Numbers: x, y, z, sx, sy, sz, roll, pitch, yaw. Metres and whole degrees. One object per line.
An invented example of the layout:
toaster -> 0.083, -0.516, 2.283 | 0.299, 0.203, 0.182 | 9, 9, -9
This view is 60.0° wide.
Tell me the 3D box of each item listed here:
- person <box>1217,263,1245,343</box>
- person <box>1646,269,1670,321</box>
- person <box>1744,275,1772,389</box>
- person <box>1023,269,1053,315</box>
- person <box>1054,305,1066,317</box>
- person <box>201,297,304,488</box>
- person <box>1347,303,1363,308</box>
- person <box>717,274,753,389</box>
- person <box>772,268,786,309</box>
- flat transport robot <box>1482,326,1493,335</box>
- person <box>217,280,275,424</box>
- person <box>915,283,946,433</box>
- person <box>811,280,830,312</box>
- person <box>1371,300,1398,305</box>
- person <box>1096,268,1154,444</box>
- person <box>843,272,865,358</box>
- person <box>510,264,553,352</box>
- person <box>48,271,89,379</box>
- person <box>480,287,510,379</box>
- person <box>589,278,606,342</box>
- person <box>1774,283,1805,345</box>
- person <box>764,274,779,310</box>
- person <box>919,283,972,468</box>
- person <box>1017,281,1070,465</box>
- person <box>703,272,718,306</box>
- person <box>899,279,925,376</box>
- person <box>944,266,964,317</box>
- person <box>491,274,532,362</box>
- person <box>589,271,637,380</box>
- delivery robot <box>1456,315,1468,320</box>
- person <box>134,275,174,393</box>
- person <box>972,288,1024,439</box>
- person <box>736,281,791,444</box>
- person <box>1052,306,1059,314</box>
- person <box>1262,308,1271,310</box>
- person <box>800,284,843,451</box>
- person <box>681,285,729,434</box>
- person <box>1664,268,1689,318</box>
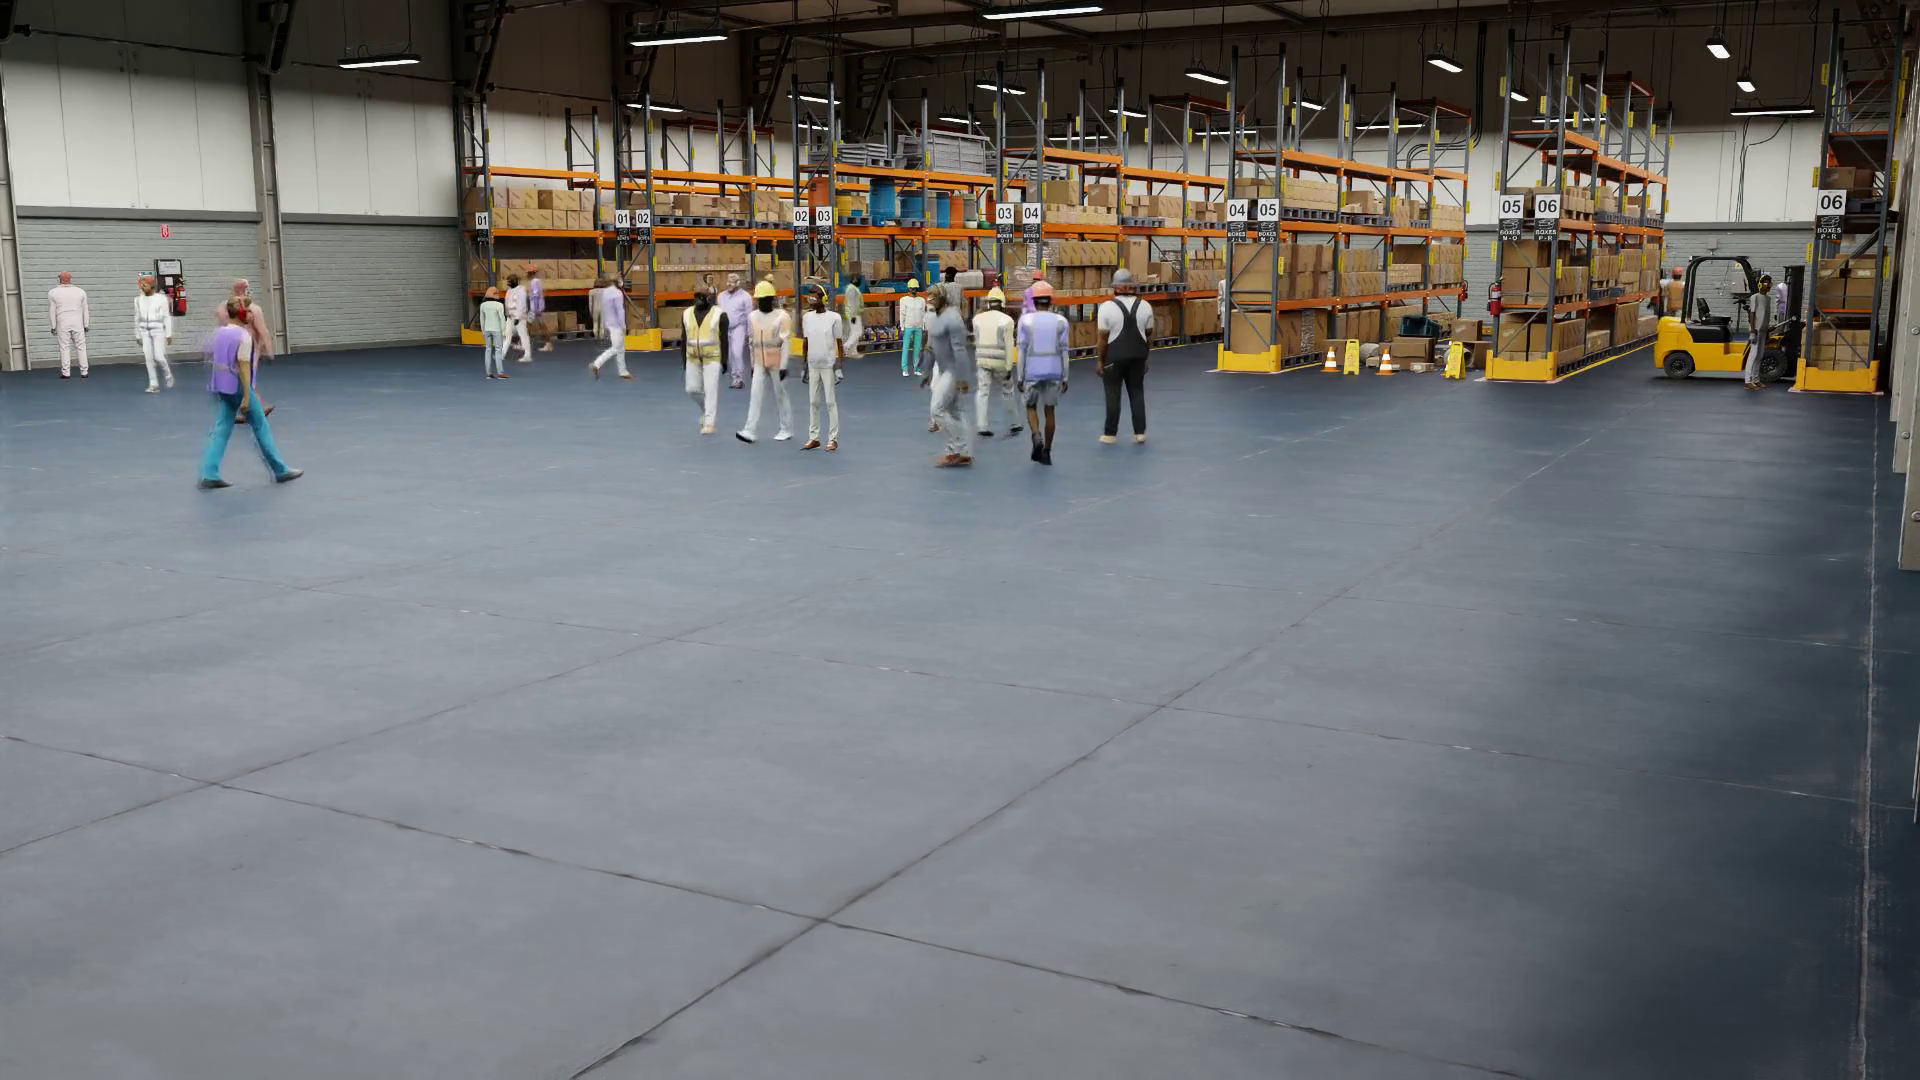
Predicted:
person -> 5.720, -4.830, 35.152 | 0.606, 2.035, 0.403 | 5, 11, 29
person -> 18.348, -6.185, 43.621 | 0.976, 1.844, 0.629 | 9, 13, 44
person -> 13.143, -3.409, 27.301 | 0.531, 1.871, 0.322 | -7, 12, -36
person -> 1.489, -4.154, 31.512 | 0.553, 1.920, 0.432 | 7, 12, 35
person -> 2.368, -5.550, 40.525 | 0.508, 1.632, 0.269 | 8, 12, 38
person -> -6.779, -1.395, 15.728 | 0.574, 1.793, 0.964 | 7, 12, 35
person -> 10.682, -6.367, 44.990 | 0.493, 1.741, 0.317 | 7, 12, 35
person -> -3.767, -3.425, 27.361 | 0.648, 1.885, 0.678 | 5, 11, 26
person -> -4.961, -6.532, 45.603 | 0.577, 1.863, 0.769 | 4, 11, 24
flat transport robot -> 14.421, -5.780, 45.853 | 0.652, 0.197, 1.431 | 1, 10, 3
person -> -9.330, -2.481, 21.890 | 0.679, 1.855, 0.975 | 4, 10, 20
person -> -0.337, -2.241, 20.564 | 0.713, 1.841, 0.513 | -8, 13, -40
person -> -3.218, -5.266, 38.883 | 0.519, 1.628, 0.411 | 5, 11, 29
person -> 12.000, -6.752, 46.943 | 0.685, 1.839, 1.048 | 6, 12, 34
person -> 1.888, -2.144, 19.394 | 0.683, 2.000, 0.536 | -3, 10, -16
person -> -2.230, -4.755, 35.294 | 0.444, 1.827, 0.643 | 0, 10, 3
person -> -9.761, -5.264, 37.792 | 1.019, 1.987, 0.610 | 0, 10, 1
person -> -15.875, -3.828, 29.641 | 0.643, 1.909, 0.410 | -8, 12, -39
person -> -8.299, -3.685, 29.604 | 0.501, 1.633, 0.285 | 4, 10, 21
person -> -9.102, -5.798, 42.014 | 0.505, 1.622, 0.348 | -1, 10, -8
person -> 18.403, -5.077, 36.945 | 0.580, 1.918, 0.405 | 5, 11, 25
person -> -4.601, -5.515, 39.982 | 0.527, 1.752, 0.431 | 8, 13, 40
person -> -0.118, -1.682, 17.109 | 0.591, 1.898, 0.665 | -3, 10, -17
person -> 0.866, -1.739, 17.375 | 0.565, 1.917, 0.432 | -1, 10, -4
person -> -5.250, -4.670, 34.752 | 0.345, 1.847, 0.508 | 9, 13, 42
person -> -0.852, -3.852, 30.198 | 0.522, 1.768, 0.312 | -5, 11, -28
person -> -0.175, -4.622, 34.116 | 0.361, 1.965, 0.613 | 7, 12, 35
person -> -9.234, -4.554, 34.201 | 0.628, 1.807, 0.894 | 9, 13, 42
person -> -6.072, -3.712, 28.951 | 0.805, 1.922, 0.634 | -5, 11, -27
delivery robot -> 13.670, -5.937, 45.667 | 0.707, 0.478, 0.477 | -2, 10, -11
person -> -12.897, -3.288, 26.590 | 0.597, 1.866, 0.465 | 1, 10, 5
person -> 0.469, -2.125, 20.052 | 0.580, 1.781, 0.869 | 5, 11, 27
person -> -2.254, -2.059, 19.368 | 0.613, 1.871, 0.974 | 5, 11, 26
person -> 1.932, -5.193, 37.579 | 0.632, 1.932, 0.374 | 0, 10, -1
person -> 8.072, -5.968, 42.952 | 0.533, 1.642, 0.909 | 7, 12, 35
person -> -1.551, -1.922, 18.610 | 0.521, 1.863, 0.327 | 4, 11, 24
person -> -3.141, -2.234, 20.559 | 0.631, 1.830, 0.529 | 2, 10, 12
person -> 17.058, -5.534, 39.669 | 0.537, 1.904, 0.971 | 6, 11, 31
